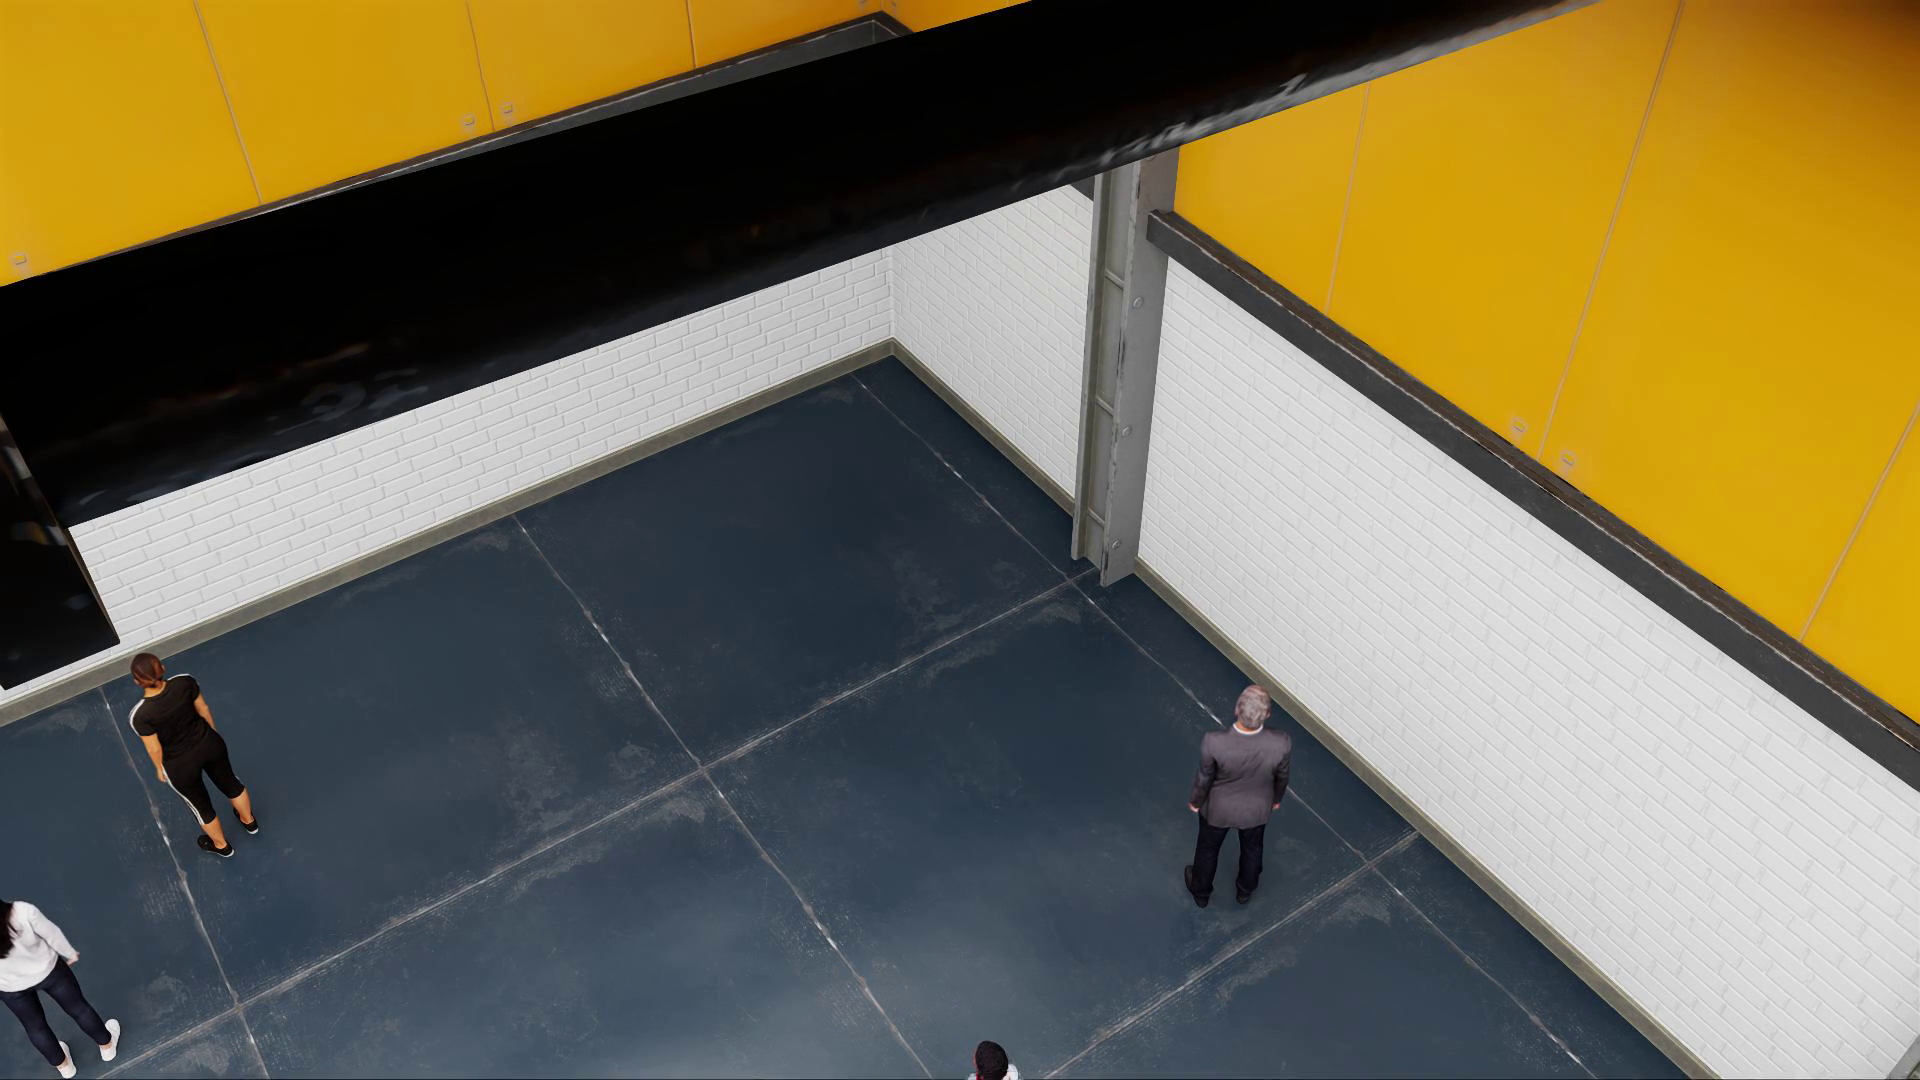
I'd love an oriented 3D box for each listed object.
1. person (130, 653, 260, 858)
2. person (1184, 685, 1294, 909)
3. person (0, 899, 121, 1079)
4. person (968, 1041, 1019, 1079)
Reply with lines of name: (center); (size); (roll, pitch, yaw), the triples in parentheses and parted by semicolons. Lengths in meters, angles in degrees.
person: (-4.526, 1.245, 9.778); (0.648, 1.669, 0.654); (24, 49, 23)
person: (1.569, 1.459, 9.428); (0.802, 1.842, 0.803); (-2, 44, -2)
person: (-4.874, 2.264, 8.686); (0.641, 1.700, 0.588); (-20, 47, -20)
person: (0.172, 2.943, 8.301); (0.513, 1.248, 0.529); (-24, 49, -23)
